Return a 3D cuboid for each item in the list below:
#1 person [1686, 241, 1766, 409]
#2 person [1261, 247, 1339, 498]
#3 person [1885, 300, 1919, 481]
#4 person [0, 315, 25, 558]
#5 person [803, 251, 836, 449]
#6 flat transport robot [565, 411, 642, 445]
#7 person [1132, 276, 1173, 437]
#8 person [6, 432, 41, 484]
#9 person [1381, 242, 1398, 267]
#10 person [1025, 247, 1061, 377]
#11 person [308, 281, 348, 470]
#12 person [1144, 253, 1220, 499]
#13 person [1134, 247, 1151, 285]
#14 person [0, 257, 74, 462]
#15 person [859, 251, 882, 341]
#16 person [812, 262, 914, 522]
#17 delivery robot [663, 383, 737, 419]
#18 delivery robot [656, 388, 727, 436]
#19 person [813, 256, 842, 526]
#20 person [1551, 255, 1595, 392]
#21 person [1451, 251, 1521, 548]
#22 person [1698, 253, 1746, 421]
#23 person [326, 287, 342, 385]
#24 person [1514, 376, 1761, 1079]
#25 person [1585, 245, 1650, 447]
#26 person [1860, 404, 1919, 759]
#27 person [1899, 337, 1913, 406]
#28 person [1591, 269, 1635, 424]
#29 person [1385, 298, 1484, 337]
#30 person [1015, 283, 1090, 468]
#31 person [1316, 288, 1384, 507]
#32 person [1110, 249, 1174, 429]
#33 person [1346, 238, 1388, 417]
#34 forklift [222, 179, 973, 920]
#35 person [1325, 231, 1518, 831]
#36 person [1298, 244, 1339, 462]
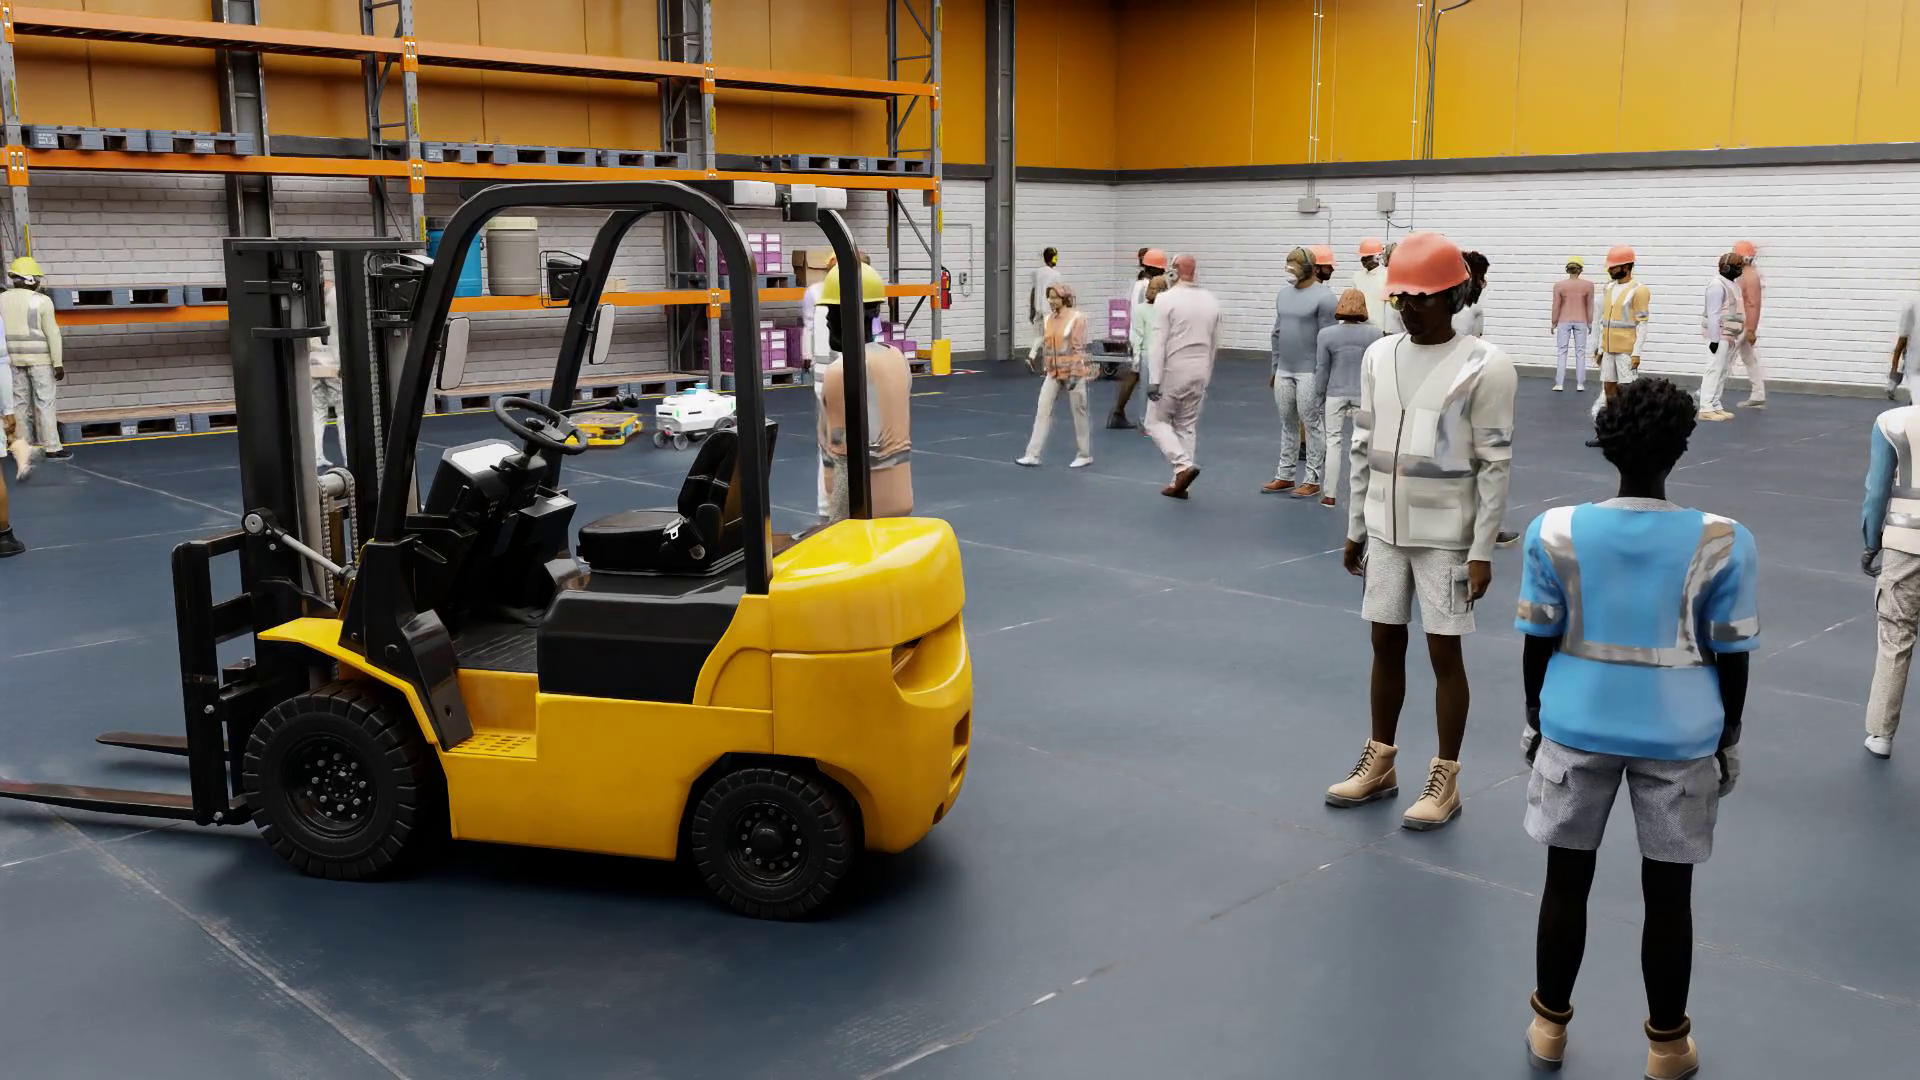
[{"bbox_3d":[9.013,-2.504,19.444,0.980,1.946,0.623,4,11,20],"label":"person"},{"bbox_3d":[2.636,-1.291,12.880,0.370,1.934,0.627,-7,12,-33],"label":"person"},{"bbox_3d":[7.721,-1.287,13.188,0.548,1.817,0.996,0,10,2],"label":"person"},{"bbox_3d":[-6.200,-0.835,10.382,0.544,1.937,0.358,-4,11,-19],"label":"person"},{"bbox_3d":[-1.208,-1.793,15.706,0.633,1.895,0.523,-6,12,-29],"label":"person"},{"bbox_3d":[-3.576,-1.107,16.411,0.652,0.197,1.431,0,10,-2],"label":"flat transport robot"},{"bbox_3d":[1.958,-1.814,16.596,0.506,1.620,0.543,-2,11,-11],"label":"person"},{"bbox_3d":[-7.801,-1.367,13.044,0.820,2.025,0.619,-3,11,-17],"label":"person"},{"bbox_3d":[4.971,-2.438,19.118,0.355,1.937,0.634,7,12,32],"label":"person"},{"bbox_3d":[1.188,-3.251,23.772,0.564,1.854,0.474,8,13,39],"label":"person"},{"bbox_3d":[-5.437,-1.413,14.364,0.531,1.632,0.362,3,11,16],"label":"person"},{"bbox_3d":[1.704,-1.235,12.704,0.678,1.885,0.481,-7,13,-34],"label":"person"},{"bbox_3d":[2.772,-3.431,24.813,0.430,1.840,0.622,4,11,20],"label":"person"},{"bbox_3d":[-8.309,-1.609,14.899,0.603,1.825,0.404,1,10,6],"label":"person"},{"bbox_3d":[-1.069,-2.269,18.437,0.389,1.850,0.566,1,10,7],"label":"person"},{"bbox_3d":[-0.386,-0.113,6.472,0.388,1.927,0.589,4,11,21],"label":"person"},{"bbox_3d":[-2.575,-1.316,16.521,0.707,0.478,0.477,0,10,-2],"label":"delivery robot"},{"bbox_3d":[-2.571,-1.210,15.935,0.477,0.478,0.707,8,13,36],"label":"delivery robot"},{"bbox_3d":[-0.801,-0.983,11.342,0.365,1.885,0.600,-5,12,-27],"label":"person"},{"bbox_3d":[7.940,-2.800,21.584,0.523,1.760,0.327,2,11,13],"label":"person"},{"bbox_3d":[3.293,-0.910,10.840,0.889,1.910,0.621,0,10,2],"label":"person"},{"bbox_3d":[8.368,-2.222,18.245,0.430,1.837,0.632,8,13,39],"label":"person"},{"bbox_3d":[-4.935,-1.484,13.959,0.663,1.935,0.463,2,11,13],"label":"person"},{"bbox_3d":[1.585,0.464,3.948,0.535,1.699,0.318,5,12,26],"label":"person"},{"bbox_3d":[6.207,-1.806,15.700,0.381,1.926,0.550,-4,11,-19],"label":"person"},{"bbox_3d":[3.721,0.052,6.351,0.514,1.642,0.310,7,12,33],"label":"person"},{"bbox_3d":[9.192,-1.686,15.702,0.547,1.675,0.377,7,13,35],"label":"person"},{"bbox_3d":[6.956,-2.061,17.688,0.802,1.718,0.492,-8,13,-38],"label":"person"},{"bbox_3d":[3.259,-1.120,11.651,0.689,2.000,0.537,-1,10,-4],"label":"person"},{"bbox_3d":[0.840,-1.398,14.366,0.809,1.605,0.533,-10,14,-43],"label":"person"},{"bbox_3d":[2.893,-1.048,12.372,0.498,1.633,0.285,2,11,10],"label":"person"},{"bbox_3d":[2.032,-2.086,17.363,1.004,1.871,0.546,-1,10,-8],"label":"person"},{"bbox_3d":[4.530,-2.325,18.372,0.401,1.986,0.612,-8,13,-35],"label":"person"},{"bbox_3d":[-1.114,-0.058,5.440,2.313,2.155,1.214,2,11,13],"label":"forklift"},{"bbox_3d":[1.565,-0.025,5.703,0.387,2.034,0.605,-9,14,-39],"label":"person"},{"bbox_3d":[3.203,-1.680,14.985,0.358,1.937,0.548,2,11,9],"label":"person"}]
